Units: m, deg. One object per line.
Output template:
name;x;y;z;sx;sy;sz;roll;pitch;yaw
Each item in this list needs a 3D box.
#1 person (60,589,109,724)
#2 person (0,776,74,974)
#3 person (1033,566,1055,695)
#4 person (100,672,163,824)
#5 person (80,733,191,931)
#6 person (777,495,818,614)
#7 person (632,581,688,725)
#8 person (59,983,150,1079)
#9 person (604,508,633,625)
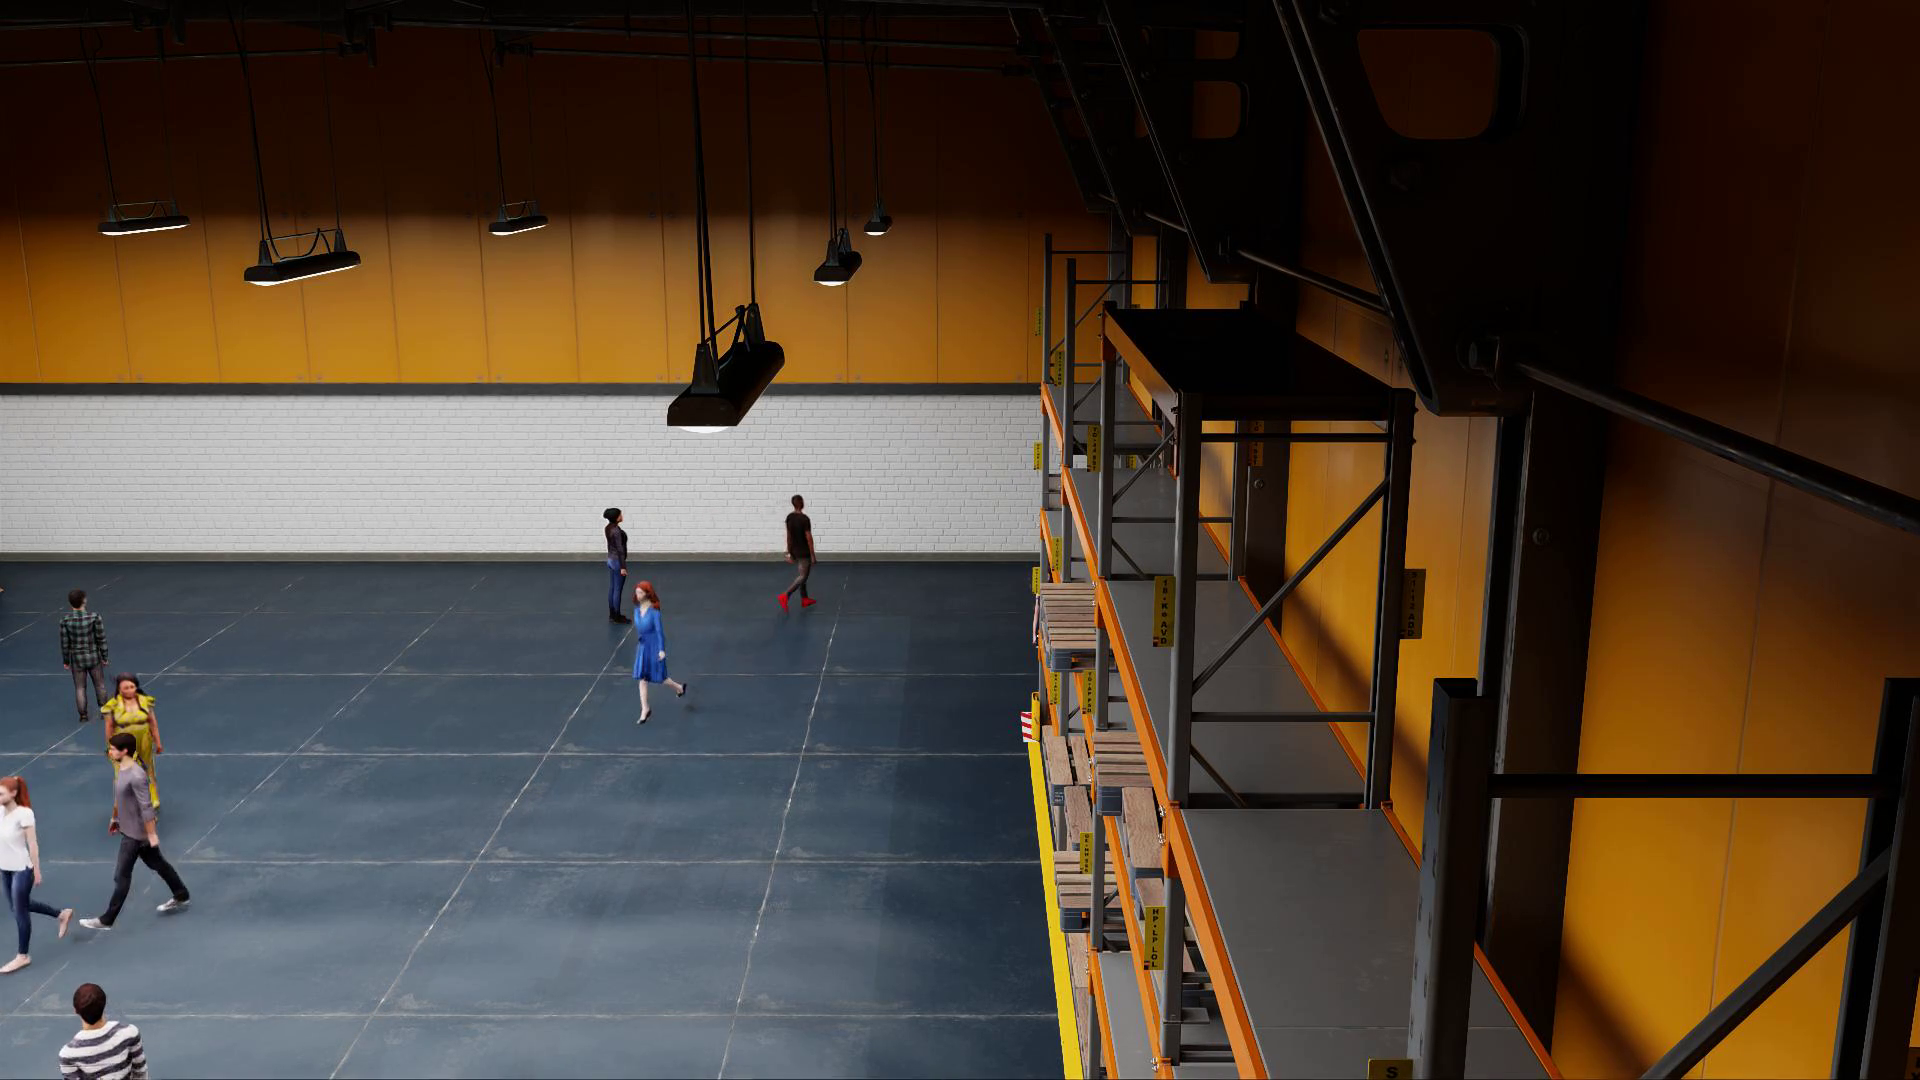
person;-10.853;1.442;20.612;0.750;1.714;0.686;-6;15;-25
person;-8.135;2.856;14.523;0.866;1.725;1.043;7;15;28
person;1.169;1.174;21.432;0.674;1.742;0.702;9;16;34
person;-8.755;2.181;17.560;1.315;1.608;1.296;12;18;41
person;-7.456;2.641;15.256;1.178;1.798;1.220;-9;16;-34
person;-2.483;0.227;25.262;1.097;1.780;1.163;13;18;42
person;-3.741;1.363;20.531;1.004;1.800;1.111;12;18;40
person;-5.410;3.751;10.654;1.102;1.808;1.285;-9;16;-33
person;-5.114;0.371;24.742;0.772;1.746;0.658;-8;16;-29
